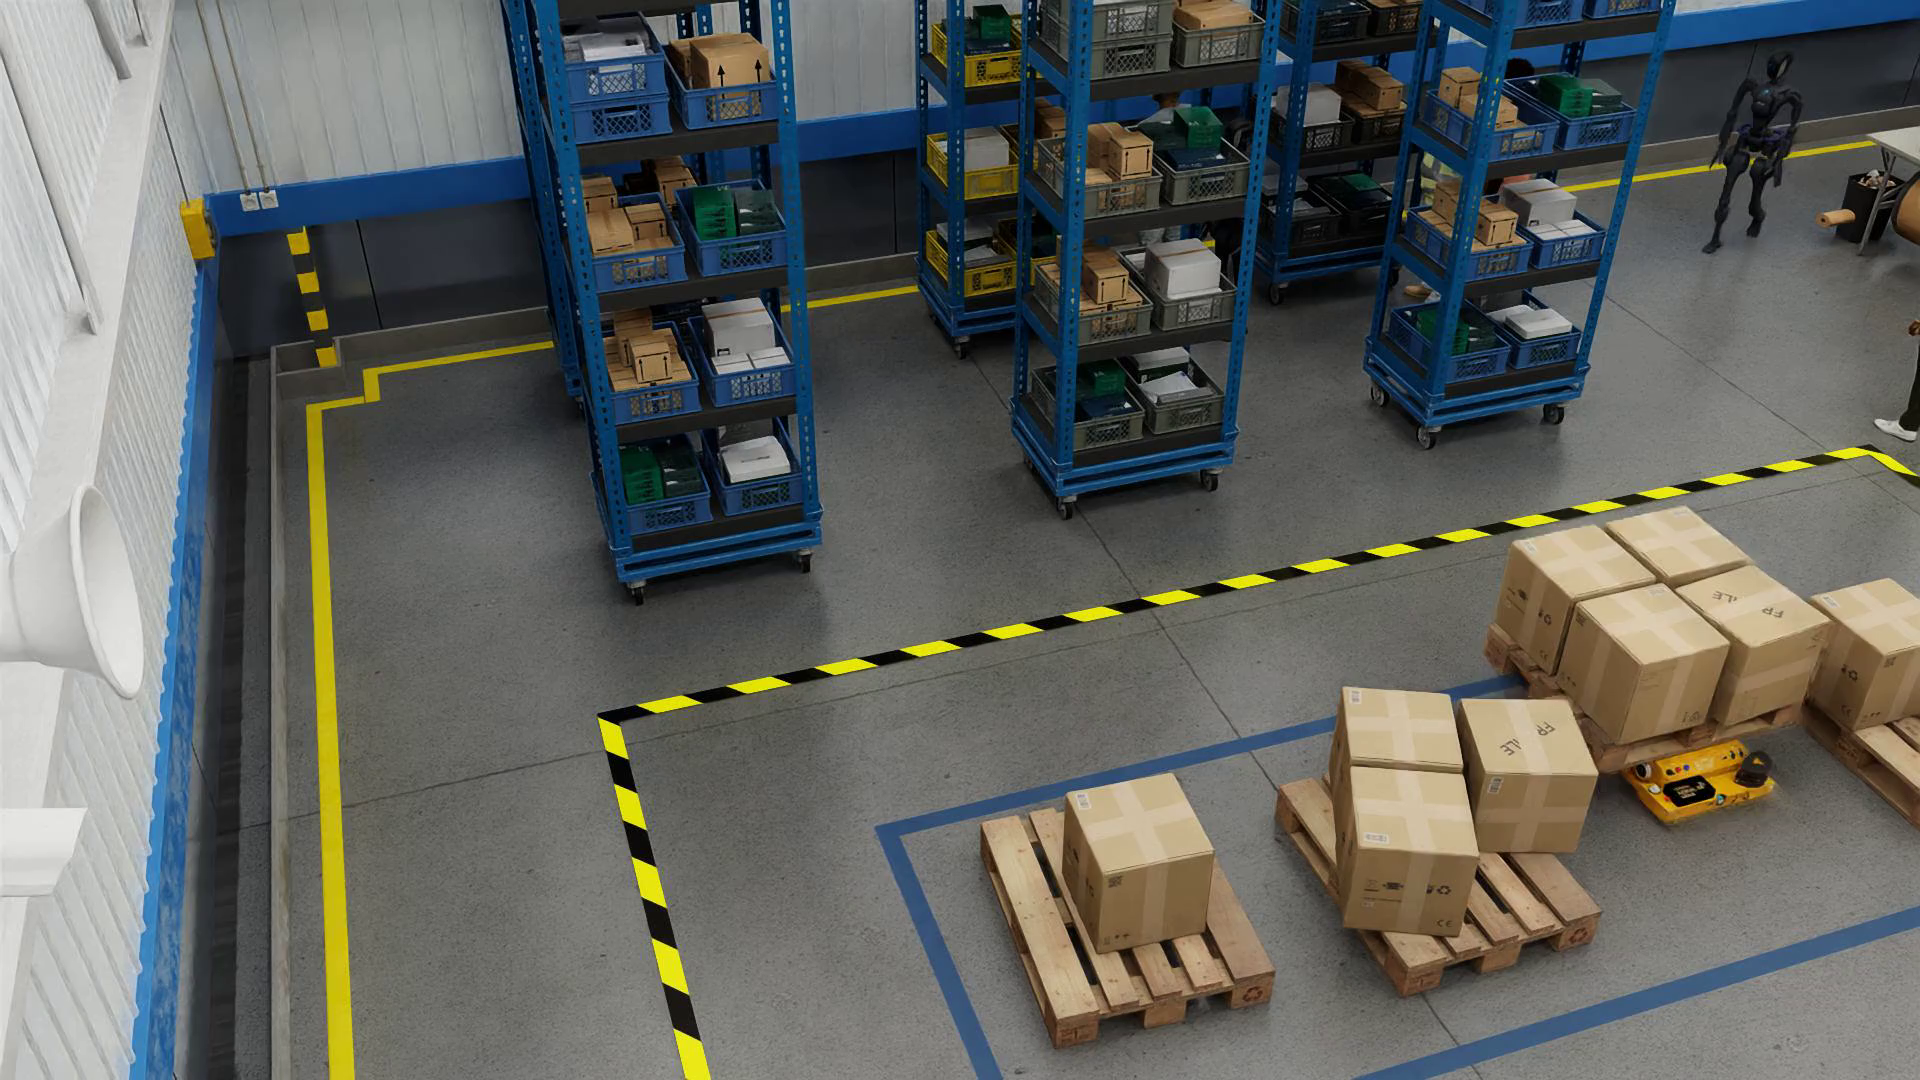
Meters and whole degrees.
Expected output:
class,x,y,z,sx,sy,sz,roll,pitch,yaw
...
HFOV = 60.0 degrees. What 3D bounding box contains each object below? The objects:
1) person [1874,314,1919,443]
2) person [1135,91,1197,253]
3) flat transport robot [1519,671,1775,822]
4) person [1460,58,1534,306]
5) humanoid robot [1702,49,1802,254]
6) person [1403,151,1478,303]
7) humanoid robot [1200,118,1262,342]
class,x,y,z,sx,sy,sz,roll,pitch,yaw
person,6.453,-1.497,10.809,0.586,1.848,0.392,-11,37,-15
person,1.473,-2.515,12.173,0.635,1.939,0.365,-26,43,-32
flat transport robot,3.553,0.874,8.792,0.652,0.197,1.431,-11,37,-15
person,3.964,-2.565,12.222,0.372,1.963,0.606,24,41,30
humanoid robot,6.359,-3.123,13.280,0.586,1.640,0.665,29,44,34
person,3.590,-2.536,12.291,0.430,1.839,0.620,6,36,9
humanoid robot,1.970,-2.242,11.998,0.315,1.657,0.599,-17,39,-23
